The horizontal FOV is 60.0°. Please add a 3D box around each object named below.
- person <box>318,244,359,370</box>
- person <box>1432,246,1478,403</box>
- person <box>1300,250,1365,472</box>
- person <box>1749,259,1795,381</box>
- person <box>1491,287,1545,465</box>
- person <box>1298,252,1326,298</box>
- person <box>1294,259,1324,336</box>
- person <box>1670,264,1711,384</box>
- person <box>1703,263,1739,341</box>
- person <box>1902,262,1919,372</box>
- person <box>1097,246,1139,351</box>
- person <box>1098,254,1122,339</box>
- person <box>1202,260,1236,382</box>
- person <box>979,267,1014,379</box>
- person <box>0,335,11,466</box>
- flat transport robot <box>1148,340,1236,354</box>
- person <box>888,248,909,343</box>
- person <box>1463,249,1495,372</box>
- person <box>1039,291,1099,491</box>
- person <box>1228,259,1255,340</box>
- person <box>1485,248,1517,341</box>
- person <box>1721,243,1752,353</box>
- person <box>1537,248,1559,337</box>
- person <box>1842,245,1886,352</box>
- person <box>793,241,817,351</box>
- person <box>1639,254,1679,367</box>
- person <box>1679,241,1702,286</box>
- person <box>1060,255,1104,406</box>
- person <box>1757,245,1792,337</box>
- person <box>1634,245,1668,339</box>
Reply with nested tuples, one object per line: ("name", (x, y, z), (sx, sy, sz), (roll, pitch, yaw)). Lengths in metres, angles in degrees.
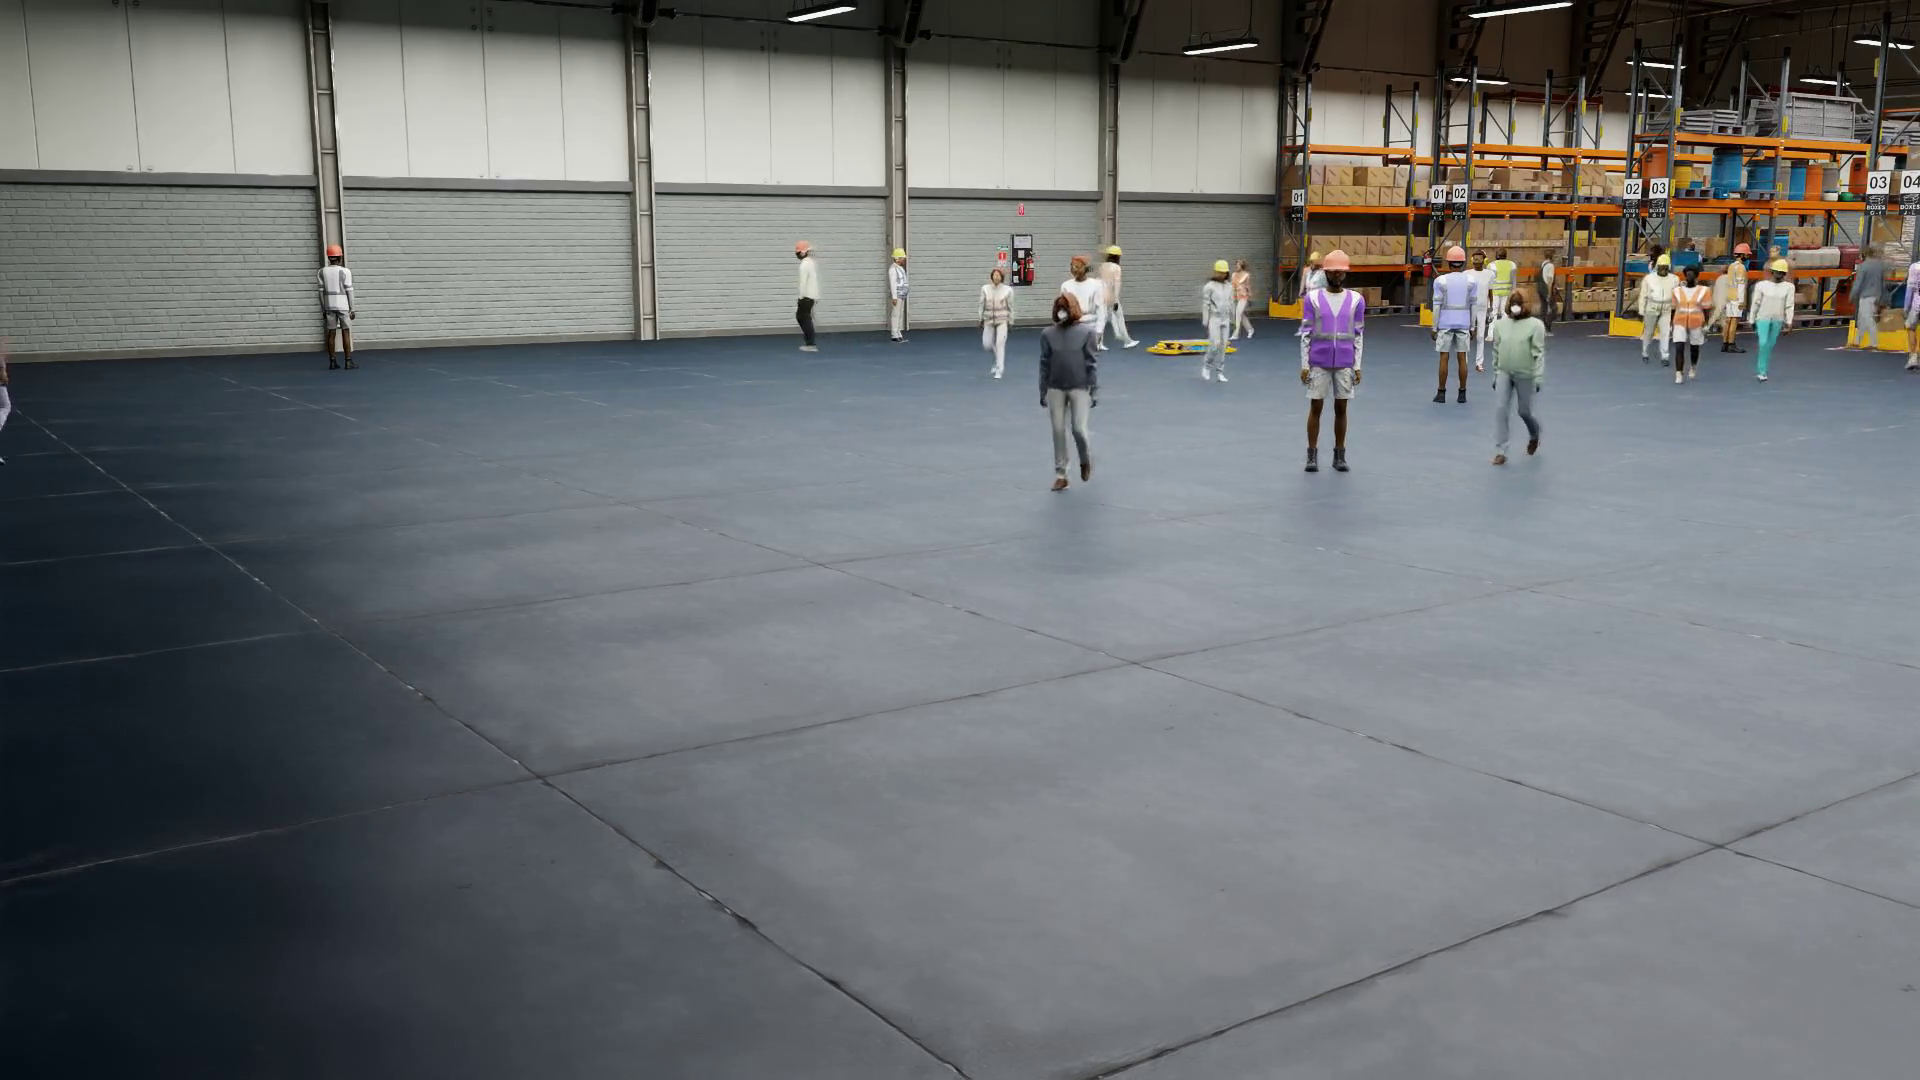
("person", (-9.659, -3.613, 25.836), (0.549, 1.942, 0.347), (1, 10, 5))
("person", (6.127, -2.667, 20.651), (0.544, 1.943, 0.347), (1, 10, 5))
("person", (3.262, -1.559, 14.611), (0.551, 1.935, 0.441), (1, 10, 4))
("person", (11.551, -3.107, 23.623), (0.535, 1.726, 0.780), (1, 10, 7))
("person", (5.113, -1.502, 15.198), (0.501, 1.609, 0.704), (9, 13, 39))
("person", (7.613, -5.330, 35.860), (0.533, 1.719, 0.898), (9, 13, 39))
("person", (7.359, -5.018, 34.495), (0.879, 1.592, 0.530), (-6, 12, -31))
("person", (10.260, -3.039, 23.412), (0.536, 1.672, 0.677), (6, 12, 28))
("person", (15.117, -4.725, 33.019), (1.006, 1.550, 0.513), (-2, 11, -12))
("person", (14.741, -3.576, 25.404), (0.656, 2.022, 0.572), (2, 11, 13))
("person", (2.832, -4.386, 30.212), (0.954, 1.880, 0.610), (-6, 12, -31))
("person", (2.913, -4.920, 33.444), (0.921, 1.796, 0.613), (4, 11, 22))
("person", (3.707, -3.104, 23.633), (0.490, 1.734, 0.353), (-6, 12, -30))
("person", (0.547, -3.169, 24.269), (0.528, 1.620, 0.463), (4, 11, 19))
("person", (-8.705, -1.499, 14.735), (0.545, 1.754, 0.364), (0, 10, -2))
("flat transport robot", (4.092, -3.413, 29.322), (1.431, 0.197, 0.652), (-5, 11, -25))
("person", (-1.190, -4.763, 32.445), (0.404, 1.828, 0.602), (2, 11, 13))
("person", (7.871, -3.484, 25.346), (0.534, 1.863, 0.310), (2, 10, 8))
("person", (0.891, -1.212, 13.543), (0.516, 1.620, 0.410), (4, 11, 22))
("person", (5.693, -4.843, 33.493), (0.749, 1.609, 0.509), (-6, 12, -30))
("person", (10.669, -4.852, 32.905), (0.634, 1.841, 0.429), (0, 10, -3))
("person", (13.846, -4.298, 29.604), (0.373, 1.934, 0.551), (1, 10, 4))
("person", (12.048, -5.047, 33.996), (0.470, 1.827, 0.533), (-2, 10, -9))
("person", (16.310, -4.358, 30.055), (0.640, 1.899, 0.830), (-7, 12, -33))
("person", (-2.811, -4.387, 29.979), (0.535, 1.972, 0.647), (1, 10, 8))
("person", (11.202, -3.688, 26.705), (0.609, 1.786, 0.954), (2, 11, 11))
("person", (18.048, -6.412, 41.189), (0.356, 1.936, 0.638), (-4, 11, -21))
("person", (1.497, -2.570, 20.431), (0.594, 1.840, 0.978), (4, 11, 20))
("person", (16.712, -5.083, 34.057), (0.621, 1.892, 0.674), (-5, 11, -25))
("person", (13.886, -4.967, 33.414), (0.863, 1.882, 0.622), (-1, 10, -4))
